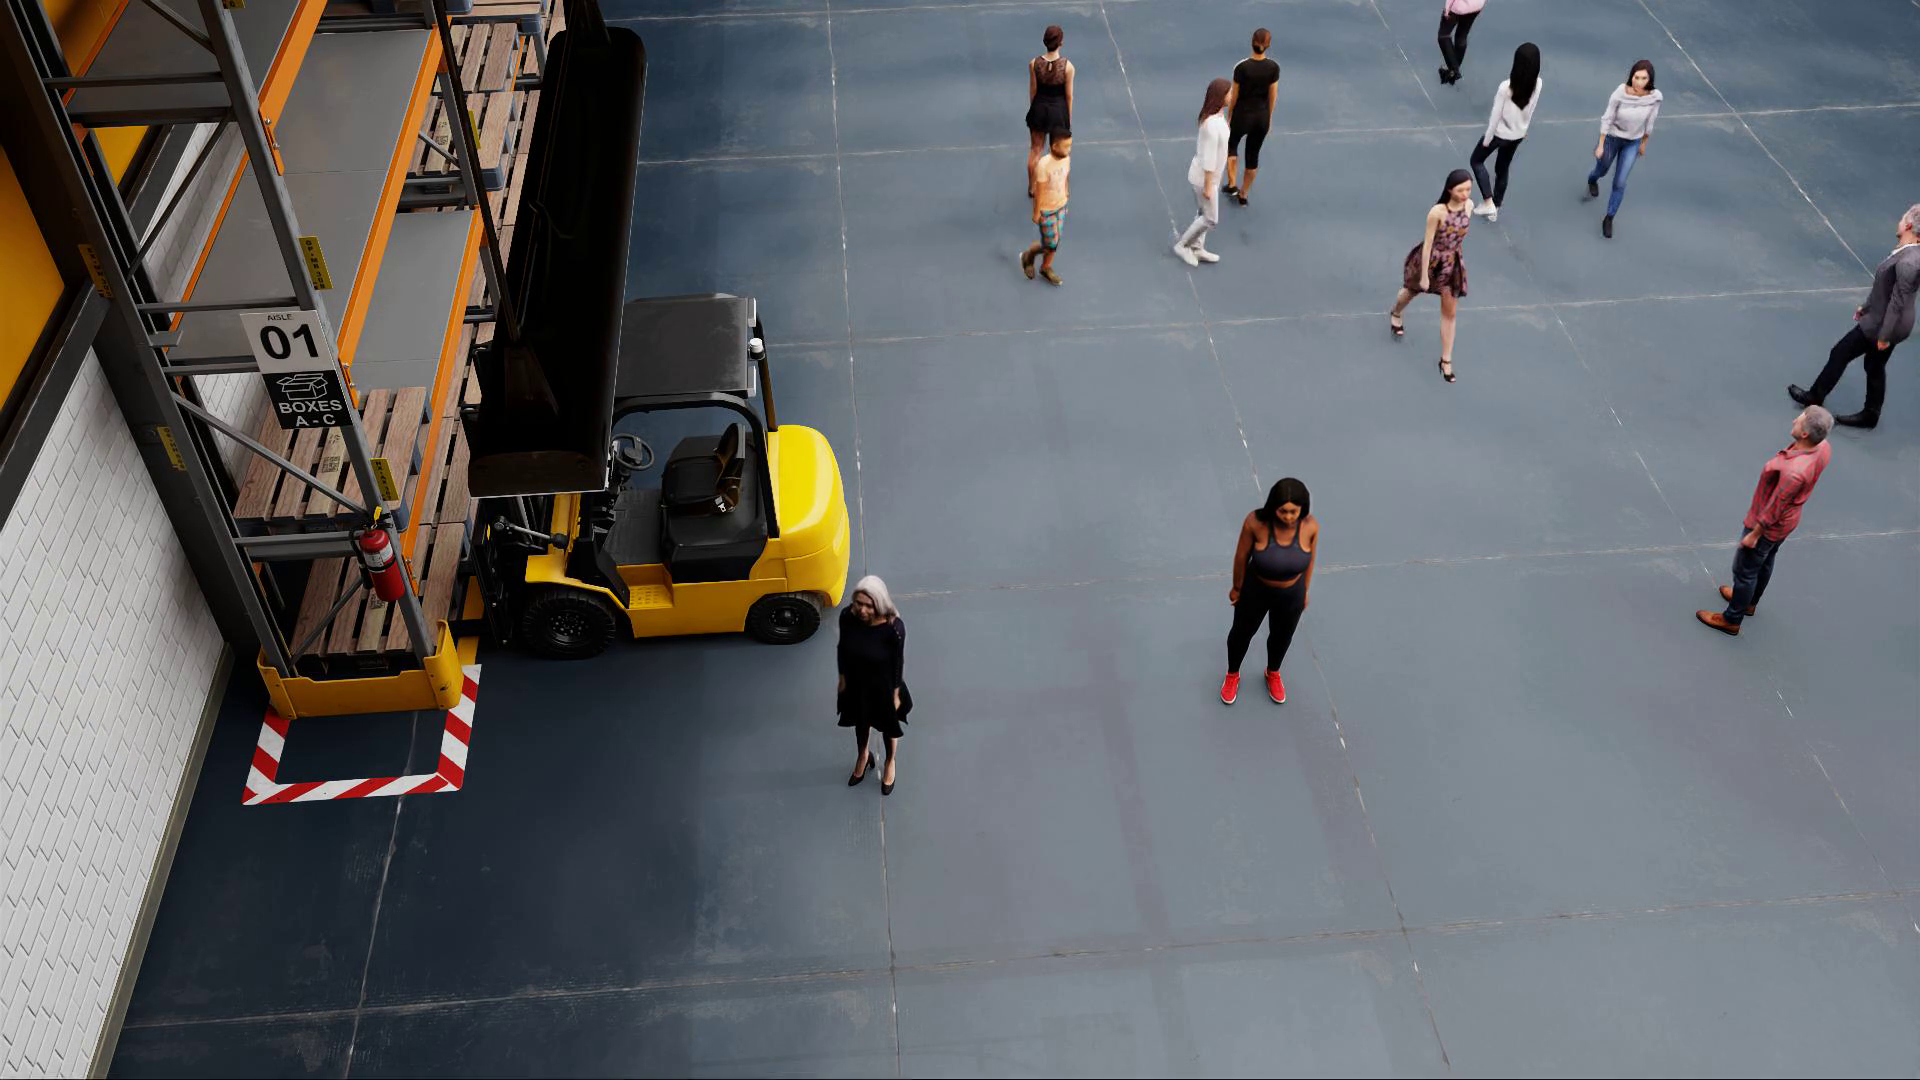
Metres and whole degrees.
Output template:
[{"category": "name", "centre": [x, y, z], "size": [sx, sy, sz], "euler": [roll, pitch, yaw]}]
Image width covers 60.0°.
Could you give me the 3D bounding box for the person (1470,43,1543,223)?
[{"category": "person", "centre": [4.832, -3.521, 14.595], "size": [0.704, 1.689, 0.701], "euler": [-15, 46, -16]}]

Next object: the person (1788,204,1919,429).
[{"category": "person", "centre": [6.990, -1.600, 12.505], "size": [1.142, 1.793, 1.080], "euler": [22, 48, 21]}]

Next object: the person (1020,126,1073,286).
[{"category": "person", "centre": [0.713, -2.840, 14.055], "size": [0.705, 1.449, 0.766], "euler": [-31, 52, -28]}]

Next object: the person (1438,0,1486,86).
[{"category": "person", "centre": [5.033, -5.250, 16.419], "size": [0.672, 1.677, 0.757], "euler": [-13, 45, -13]}]

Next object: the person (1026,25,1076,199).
[{"category": "person", "centre": [0.801, -3.831, 14.930], "size": [0.650, 1.677, 0.653], "euler": [9, 44, 10]}]

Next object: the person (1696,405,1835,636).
[{"category": "person", "centre": [5.349, -0.138, 10.942], "size": [0.756, 1.831, 0.786], "euler": [-34, 53, -31]}]

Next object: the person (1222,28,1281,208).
[{"category": "person", "centre": [2.599, -3.718, 14.825], "size": [0.597, 1.658, 0.579], "euler": [-3, 44, -4]}]

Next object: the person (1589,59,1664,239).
[{"category": "person", "centre": [5.803, -3.533, 14.670], "size": [0.790, 1.603, 1.081], "euler": [6, 44, 7]}]

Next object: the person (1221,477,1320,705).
[{"category": "person", "centre": [1.962, 0.305, 10.487], "size": [0.669, 1.816, 0.617], "euler": [0, 44, 0]}]

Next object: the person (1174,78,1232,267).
[{"category": "person", "centre": [2.075, -3.118, 14.186], "size": [0.790, 1.672, 0.672], "euler": [16, 46, 16]}]

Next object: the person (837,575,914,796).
[{"category": "person", "centre": [-0.527, 0.876, 9.938], "size": [0.684, 1.747, 0.696], "euler": [14, 45, 14]}]

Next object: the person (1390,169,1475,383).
[{"category": "person", "centre": [3.714, -2.178, 13.166], "size": [0.840, 1.717, 1.234], "euler": [-15, 46, -15]}]
